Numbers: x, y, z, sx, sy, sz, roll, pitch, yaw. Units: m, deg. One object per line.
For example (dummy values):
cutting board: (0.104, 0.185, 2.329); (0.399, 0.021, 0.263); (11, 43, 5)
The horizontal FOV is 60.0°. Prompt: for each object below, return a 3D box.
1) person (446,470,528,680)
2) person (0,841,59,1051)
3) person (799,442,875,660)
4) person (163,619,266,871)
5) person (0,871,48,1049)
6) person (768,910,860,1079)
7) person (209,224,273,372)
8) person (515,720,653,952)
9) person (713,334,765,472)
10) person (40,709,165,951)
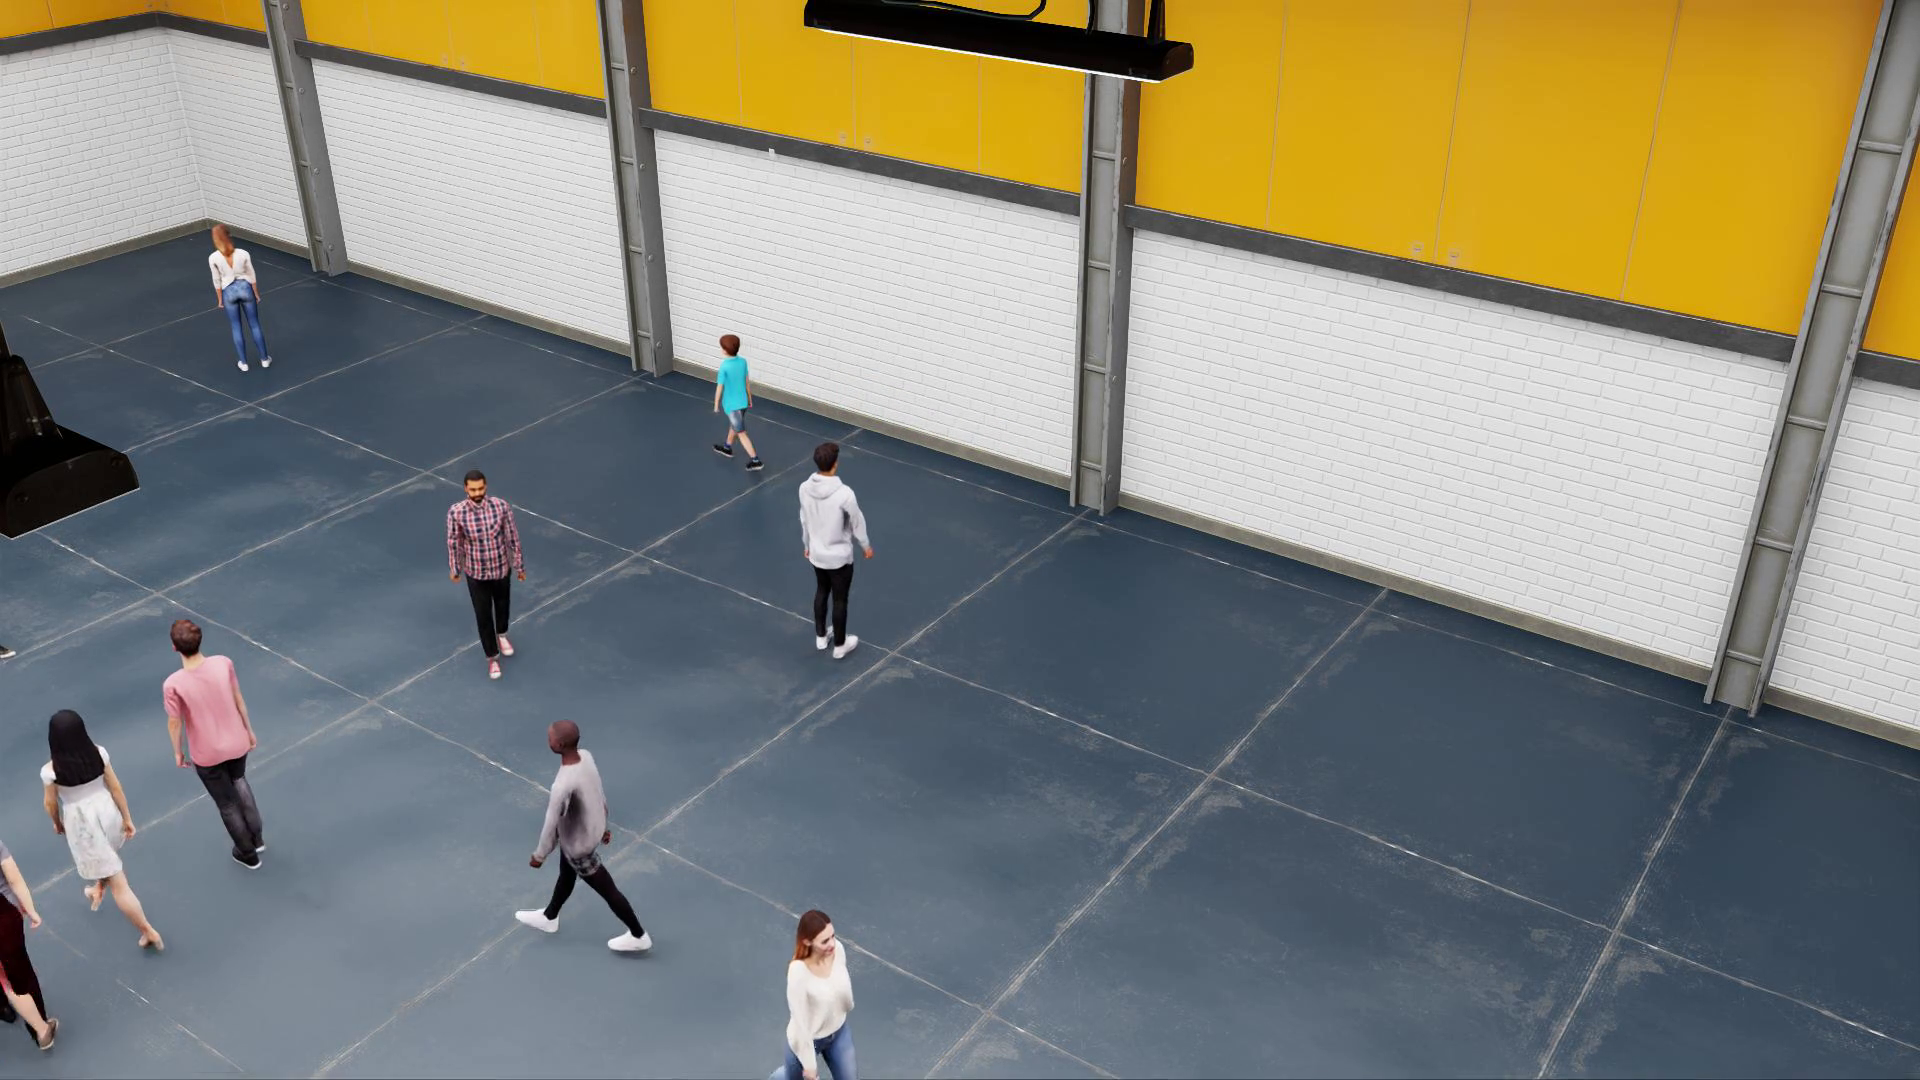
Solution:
person: (-3.881, 0.195, 13.627); (1.000, 1.735, 1.111); (-13, 31, -22)
person: (-5.677, 2.315, 9.877); (0.779, 1.605, 1.153); (-19, 34, -31)
person: (-1.067, 0.124, 13.563); (0.650, 1.921, 0.801); (13, 31, 22)
person: (-4.927, 1.425, 11.150); (0.615, 1.949, 0.673); (22, 36, 35)
person: (-5.894, 2.253, 9.881); (0.982, 1.710, 0.797); (26, 38, 38)
person: (-0.850, 2.704, 9.115); (1.152, 1.652, 0.732); (25, 37, 37)
person: (-8.298, -2.795, 19.124); (0.685, 1.722, 0.680); (-13, 31, -23)
person: (-2.283, 1.922, 10.474); (1.237, 1.723, 1.017); (2, 29, 4)
person: (-2.222, -1.370, 16.829); (0.991, 1.417, 0.565); (21, 35, 33)
person: (-5.409, 1.900, 10.503); (1.101, 1.734, 0.635); (22, 35, 34)
